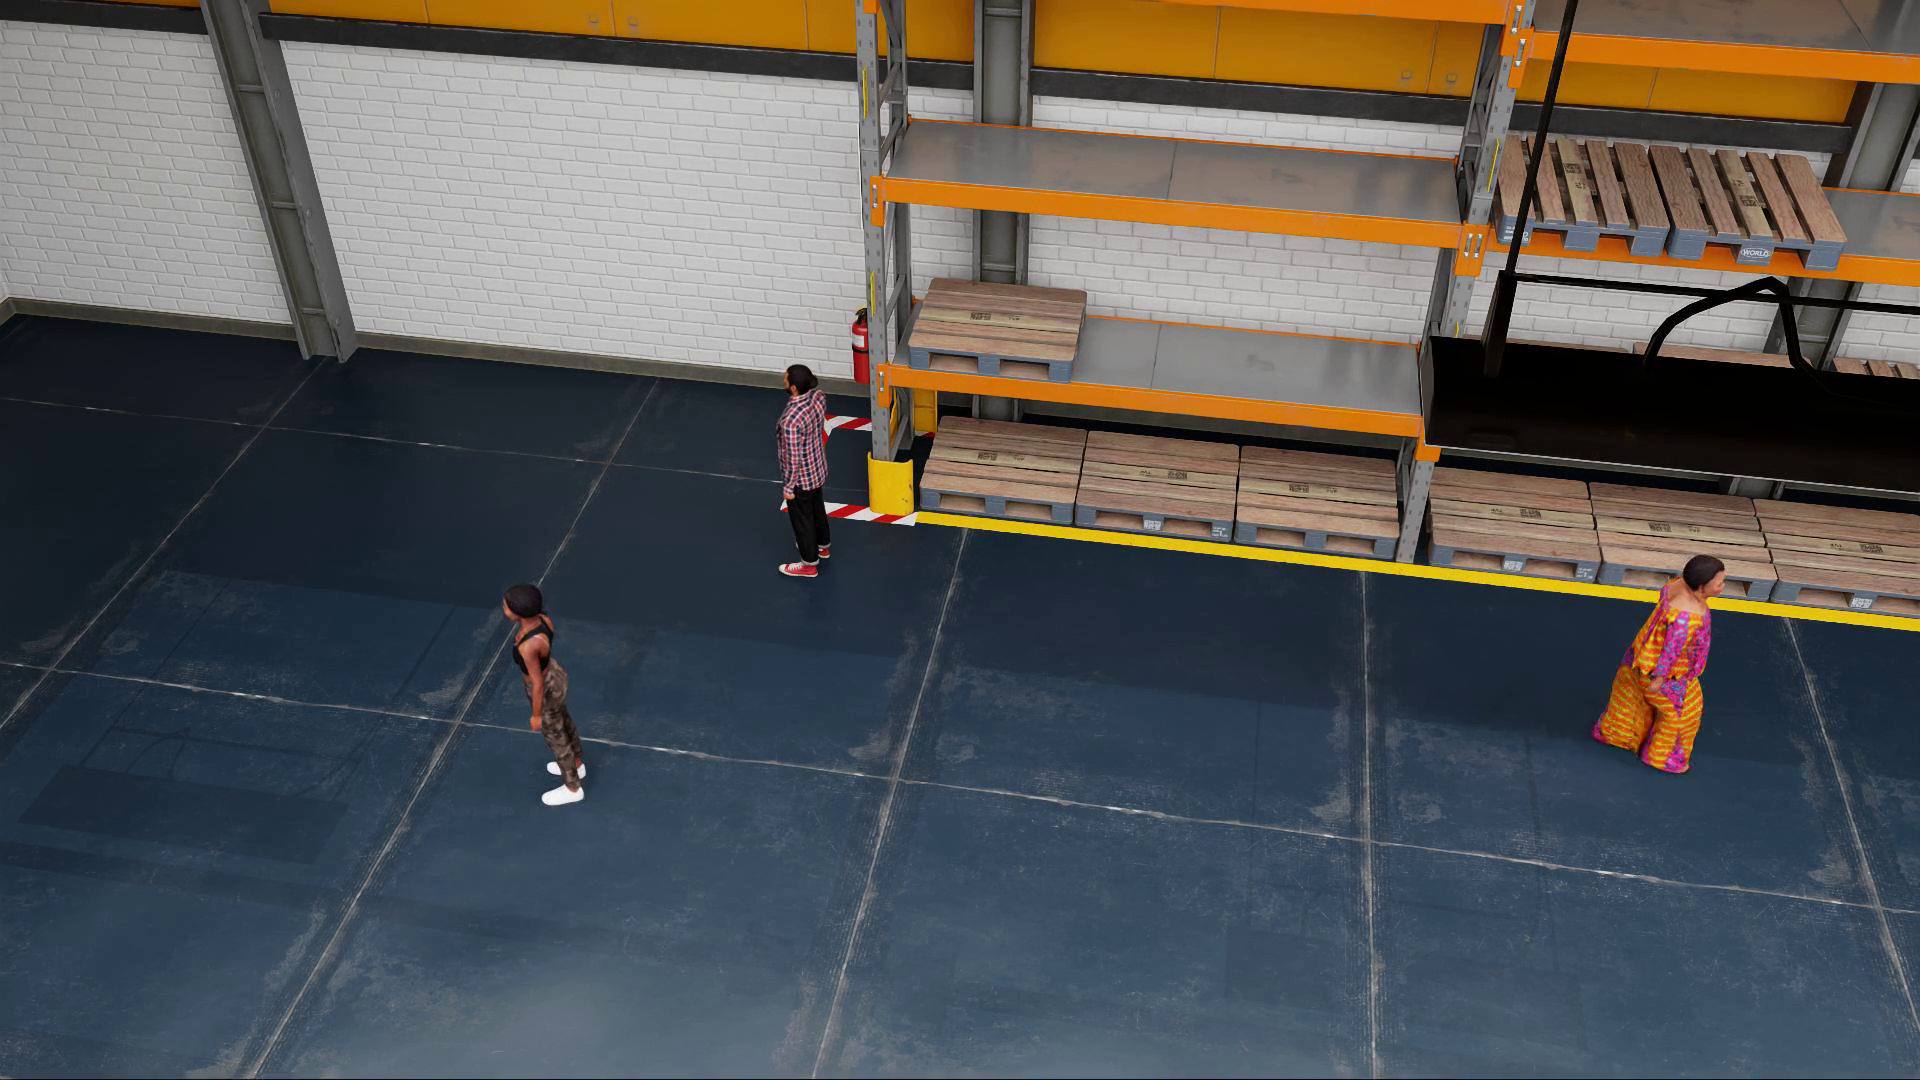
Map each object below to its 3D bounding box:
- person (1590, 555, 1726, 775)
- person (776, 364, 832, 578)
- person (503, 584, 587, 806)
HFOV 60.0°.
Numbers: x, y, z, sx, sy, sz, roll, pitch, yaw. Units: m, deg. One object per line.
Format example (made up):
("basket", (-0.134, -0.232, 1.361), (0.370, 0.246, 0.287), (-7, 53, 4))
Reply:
("person", (4.366, 0.726, 10.449), (0.844, 1.650, 0.673), (8, 39, 10))
("person", (-1.121, -0.511, 11.908), (0.646, 1.761, 0.729), (12, 40, 15))
("person", (-2.525, 0.930, 10.153), (0.579, 1.700, 0.622), (-1, 39, -2))
